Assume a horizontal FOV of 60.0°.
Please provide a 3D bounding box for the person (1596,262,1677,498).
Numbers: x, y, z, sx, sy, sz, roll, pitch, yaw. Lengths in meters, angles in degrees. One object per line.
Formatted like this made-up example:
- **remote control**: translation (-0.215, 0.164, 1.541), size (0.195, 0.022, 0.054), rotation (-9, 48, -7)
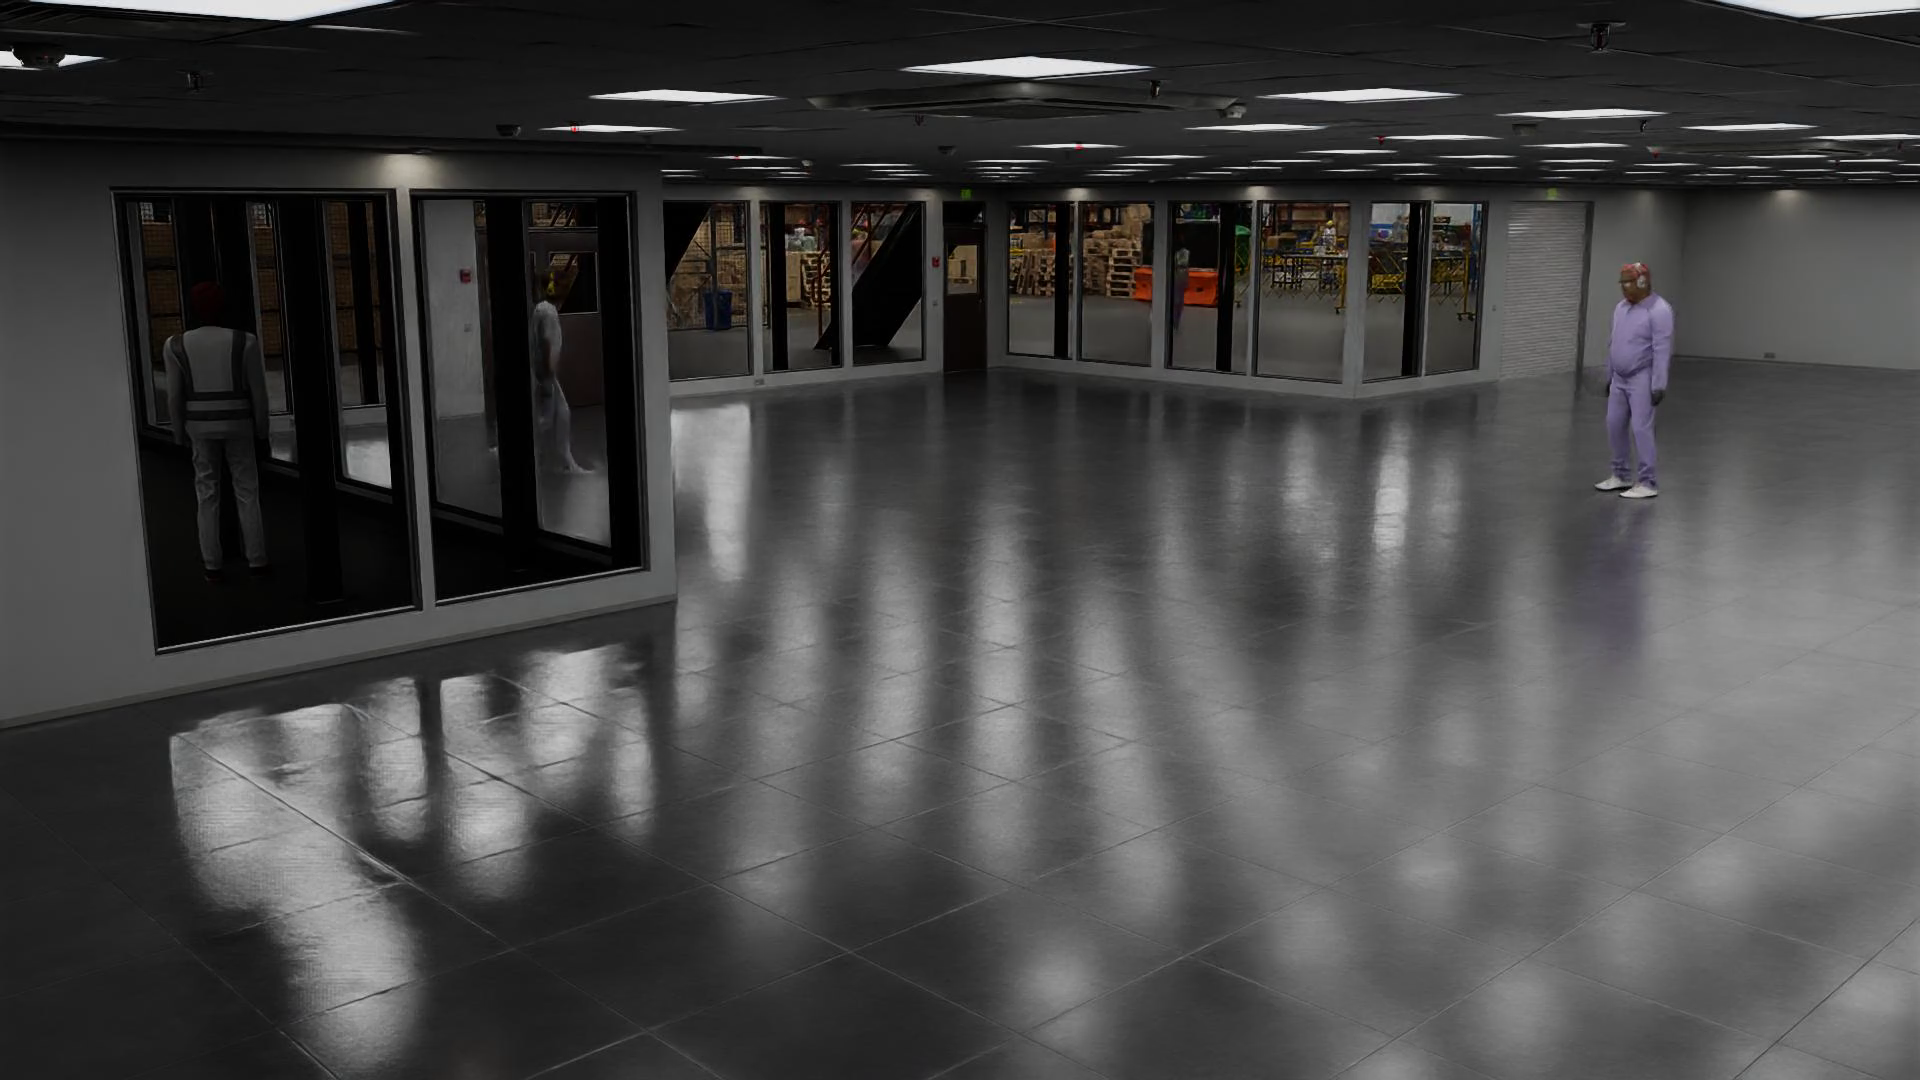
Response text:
- **person**: translation (5.474, -1.286, 13.436), size (0.396, 1.895, 0.745), rotation (-3, 12, -14)
